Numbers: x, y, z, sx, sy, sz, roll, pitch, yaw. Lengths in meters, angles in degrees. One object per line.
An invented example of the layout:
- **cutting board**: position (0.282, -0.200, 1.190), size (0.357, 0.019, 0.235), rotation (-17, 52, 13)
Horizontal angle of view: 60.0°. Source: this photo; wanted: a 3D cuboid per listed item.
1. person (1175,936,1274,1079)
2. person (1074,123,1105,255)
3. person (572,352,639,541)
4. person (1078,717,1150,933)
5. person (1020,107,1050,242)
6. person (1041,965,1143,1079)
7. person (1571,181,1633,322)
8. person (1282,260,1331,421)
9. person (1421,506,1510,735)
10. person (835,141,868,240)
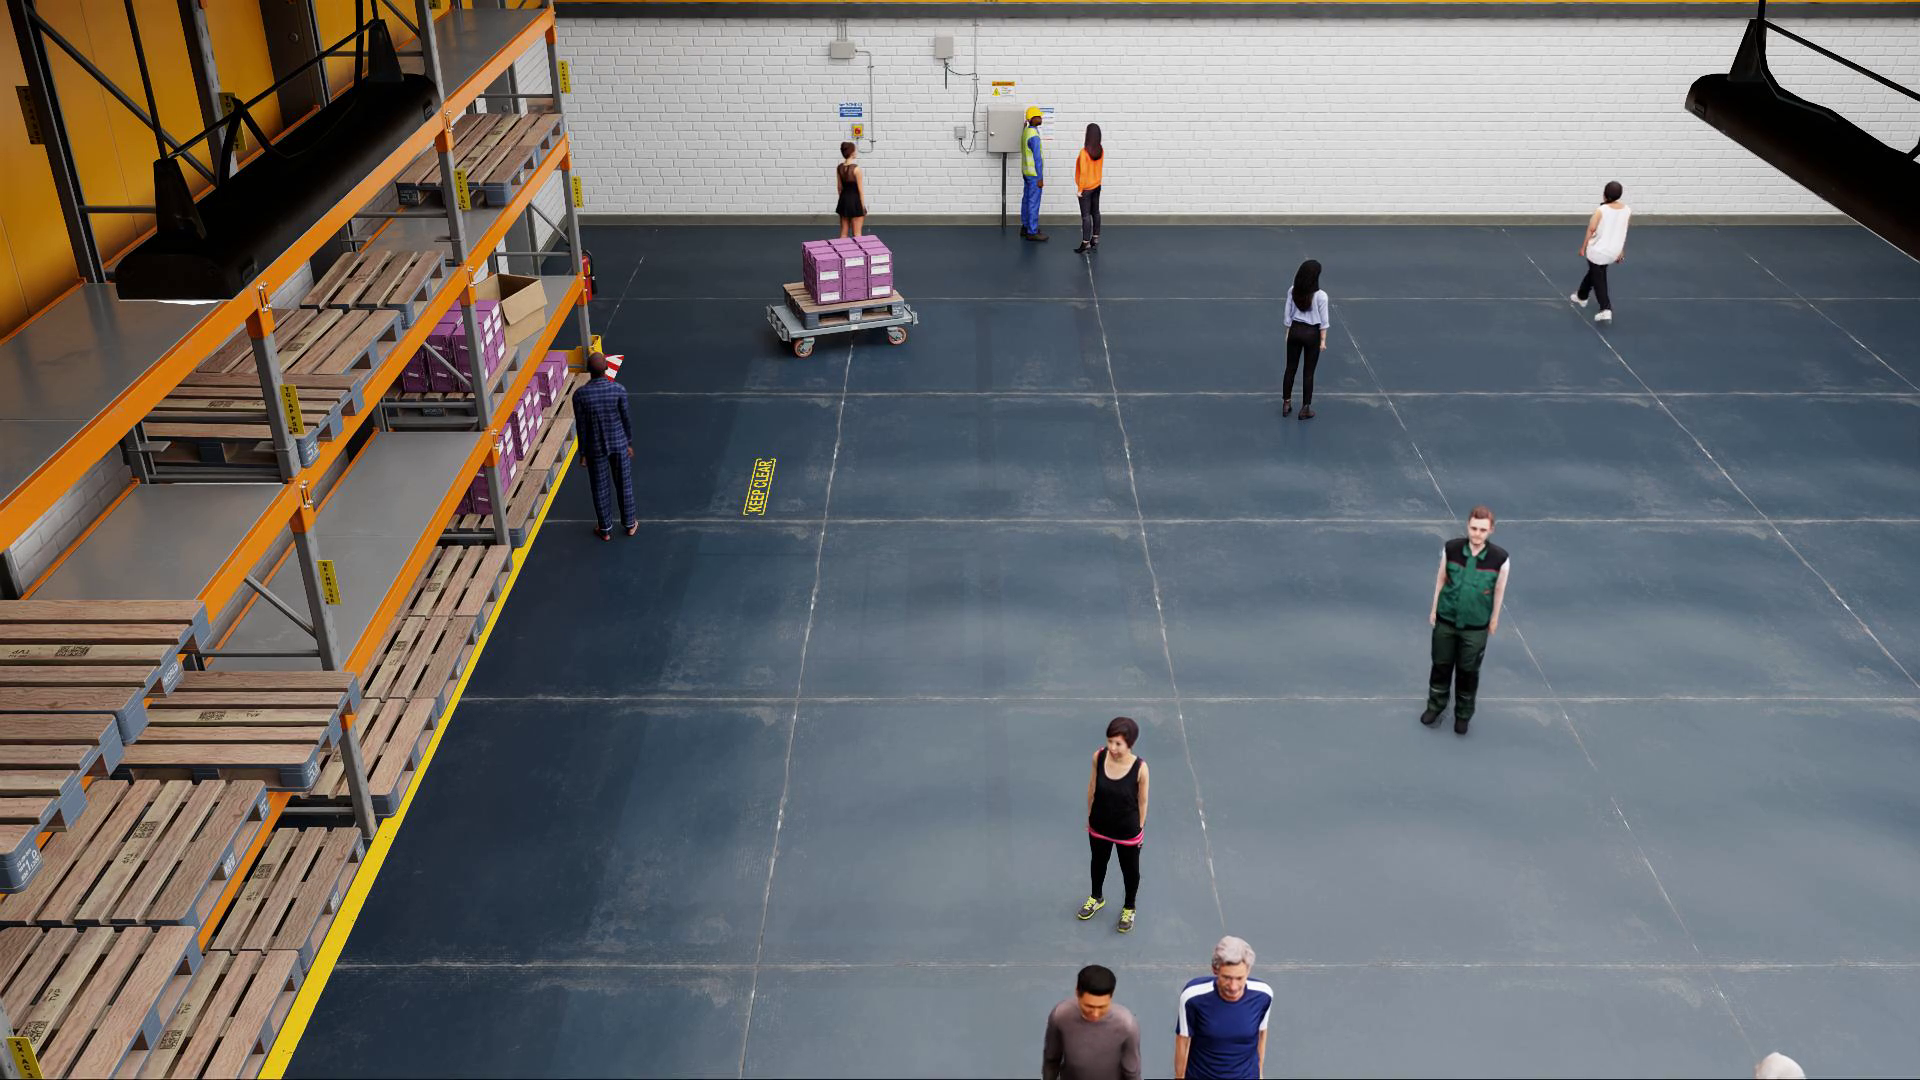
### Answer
- **person**: position (1.326, 2.734, 8.507), size (0.650, 1.837, 0.562), rotation (-3, 29, -6)
- **person**: position (1.743, -4.717, 22.260), size (0.767, 1.749, 0.688), rotation (21, 35, 34)
- **person**: position (-3.213, -0.863, 15.119), size (0.744, 1.819, 0.727), rotation (-11, 30, -19)
- **person**: position (0.996, 1.778, 10.556), size (0.619, 1.553, 0.632), rotation (14, 32, 24)
- **person**: position (0.997, -5.028, 22.761), size (0.779, 1.813, 0.615), rotation (-7, 29, -13)
- **person**: position (0.709, 2.775, 8.521), size (0.756, 1.753, 0.779), rotation (1, 29, 1)
- **person**: position (7.769, -3.447, 20.038), size (0.920, 1.647, 1.221), rotation (-10, 30, -18)
- **person**: position (3.615, -2.113, 17.491), size (0.731, 1.744, 0.748), rotation (18, 33, 30)
- **person**: position (3.770, 0.569, 12.469), size (0.753, 1.843, 0.771), rotation (14, 31, 23)
- **person**: position (-1.431, -4.377, 21.715), size (0.682, 1.673, 0.727), rotation (20, 34, 32)
